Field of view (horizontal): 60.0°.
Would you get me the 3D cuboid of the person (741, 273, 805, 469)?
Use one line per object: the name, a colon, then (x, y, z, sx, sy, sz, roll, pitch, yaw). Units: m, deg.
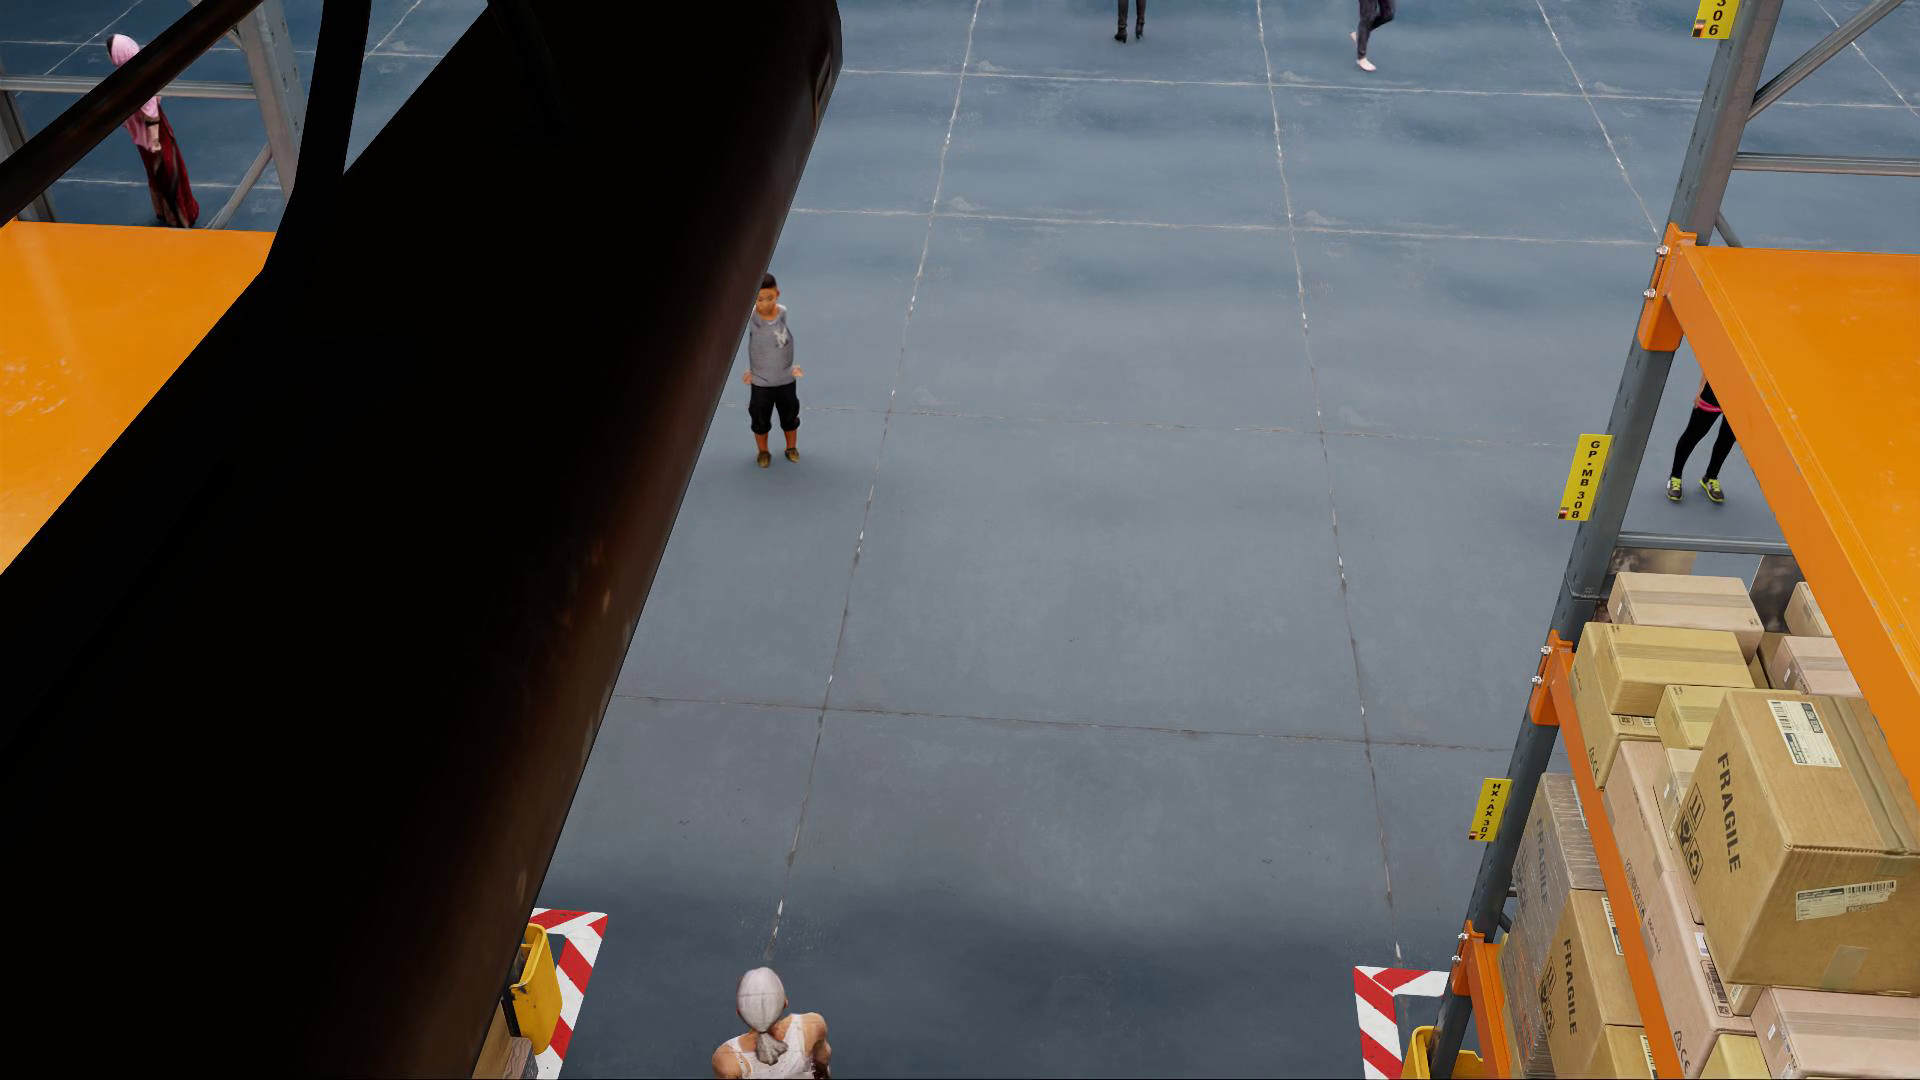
person: (-1.224, -1.132, 10.765, 0.620, 1.453, 0.598, -10, 39, -12)

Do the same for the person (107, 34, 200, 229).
person: (-6.494, -3.283, 13.367, 0.821, 1.636, 0.740, -22, 43, -26)

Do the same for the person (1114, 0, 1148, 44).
person: (1.731, -5.774, 16.595, 0.631, 1.582, 0.625, -5, 38, -6)

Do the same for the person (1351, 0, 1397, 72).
person: (3.946, -5.430, 16.020, 0.783, 1.748, 0.841, -23, 44, -27)

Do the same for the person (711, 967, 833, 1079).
person: (-0.632, 2.290, 6.230, 0.933, 1.652, 1.251, -11, 39, -13)
